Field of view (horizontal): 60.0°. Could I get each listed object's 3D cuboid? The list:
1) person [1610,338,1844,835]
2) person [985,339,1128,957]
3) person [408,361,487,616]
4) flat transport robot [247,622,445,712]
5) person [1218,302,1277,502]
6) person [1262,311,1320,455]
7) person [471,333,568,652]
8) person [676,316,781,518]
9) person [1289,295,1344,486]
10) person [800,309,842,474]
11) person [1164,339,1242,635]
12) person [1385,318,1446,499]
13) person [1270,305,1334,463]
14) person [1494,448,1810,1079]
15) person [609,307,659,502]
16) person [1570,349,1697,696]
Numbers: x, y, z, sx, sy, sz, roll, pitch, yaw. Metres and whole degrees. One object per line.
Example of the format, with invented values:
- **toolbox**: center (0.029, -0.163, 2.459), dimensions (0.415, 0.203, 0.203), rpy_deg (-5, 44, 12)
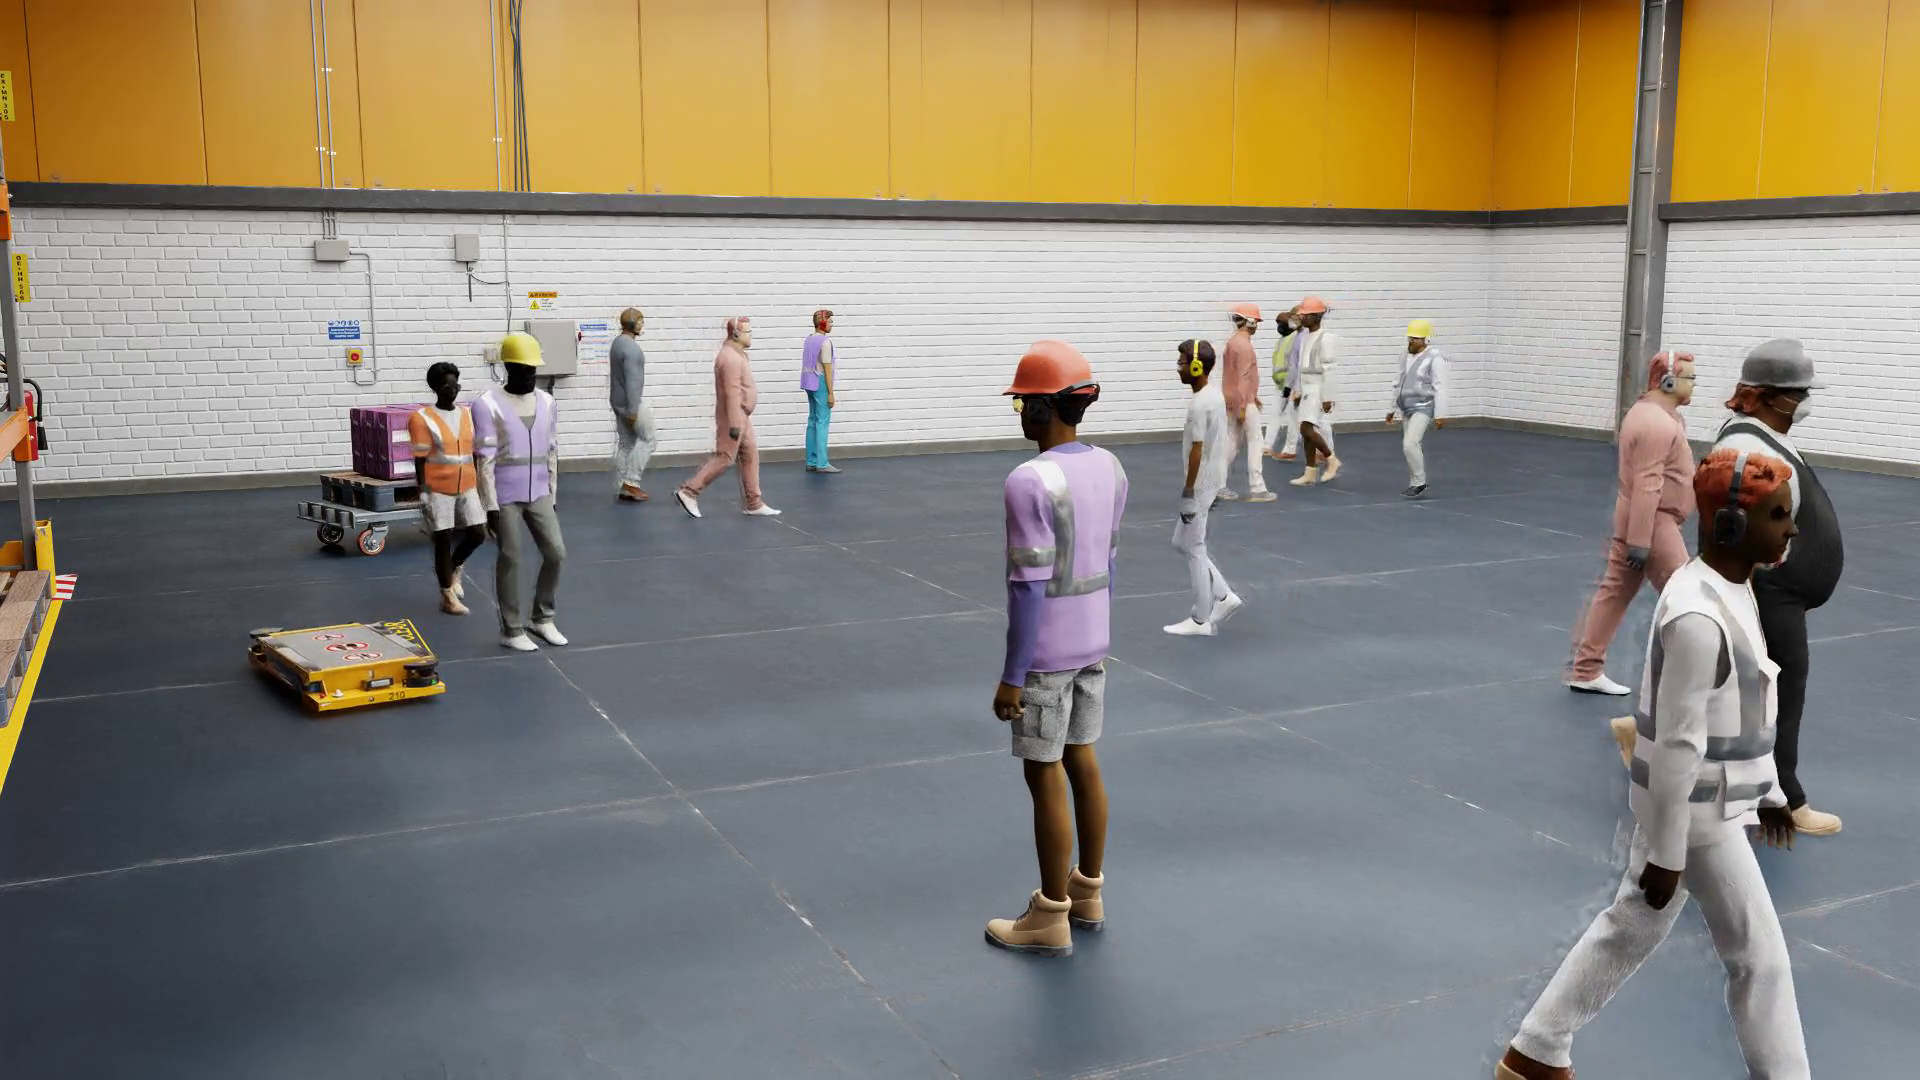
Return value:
- **person**: center (3.192, 0.153, 6.837), dimensions (0.837, 2.000, 0.686), rpy_deg (4, 10, 23)
- **person**: center (0.303, 0.359, 5.551), dimensions (0.374, 2.043, 0.614), rpy_deg (6, 11, 33)
- **person**: center (-3.398, -0.341, 11.007), dimensions (0.419, 1.684, 0.539), rpy_deg (8, 12, 42)
- **flat transport robot**: center (-3.395, 0.665, 9.132), dimensions (0.652, 0.197, 1.431), rpy_deg (-7, 11, -36)
- **person**: center (2.785, -1.368, 16.515), dimensions (0.663, 1.961, 0.637), rpy_deg (-2, 9, -9)
- **person**: center (4.114, -1.922, 20.520), dimensions (0.992, 1.799, 0.628), rpy_deg (-3, 10, -17)
- **person**: center (-2.585, -0.267, 9.867), dimensions (0.499, 1.910, 0.590), rpy_deg (9, 13, 43)
- **person**: center (-2.160, -1.127, 15.322), dimensions (0.889, 1.877, 0.655), rpy_deg (-1, 9, -3)
- **person**: center (3.723, -1.560, 17.532), dimensions (0.461, 2.029, 0.608), rpy_deg (-2, 9, -12)
- **person**: center (-1.594, -1.671, 18.754), dimensions (0.377, 1.844, 0.567), rpy_deg (-5, 11, -29)
- **person**: center (1.471, -0.316, 10.314), dimensions (0.403, 1.857, 0.555), rpy_deg (3, 10, 18)
- **person**: center (4.512, -1.293, 16.529), dimensions (0.500, 1.803, 0.604), rpy_deg (-3, 10, -20)
- **person**: center (4.063, -1.824, 19.613), dimensions (0.894, 1.873, 0.640), rpy_deg (0, 9, -3)
- **person**: center (1.863, 0.680, 4.215), dimensions (0.977, 1.844, 0.587), rpy_deg (4, 10, 24)
- **person**: center (-3.206, -1.312, 16.311), dimensions (0.445, 1.924, 0.629), rpy_deg (-5, 10, -27)
- **person**: center (3.724, -0.061, 8.711), dimensions (0.976, 1.852, 0.676), rpy_deg (2, 9, 15)
